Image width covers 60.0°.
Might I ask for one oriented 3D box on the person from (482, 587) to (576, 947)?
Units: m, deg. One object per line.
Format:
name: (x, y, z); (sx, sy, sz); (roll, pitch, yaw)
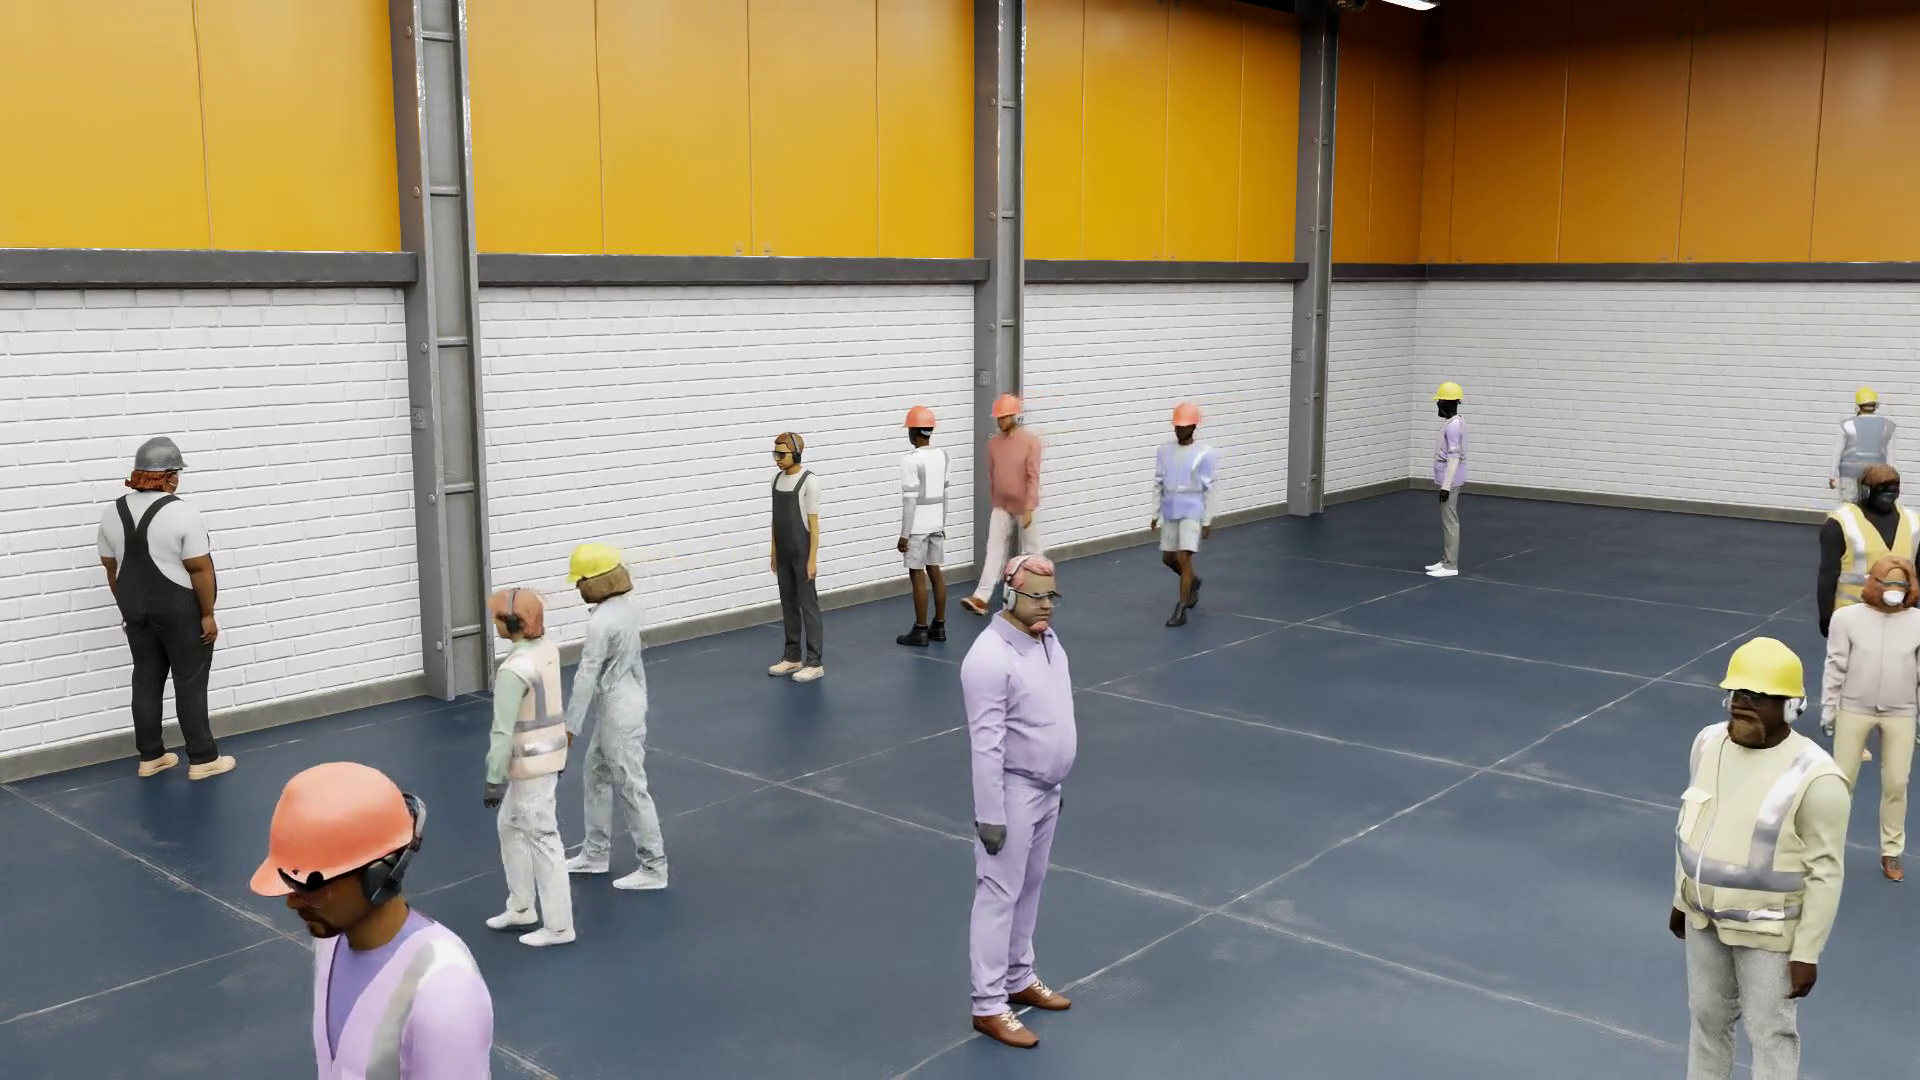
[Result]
person: (-1.975, 1.006, 7.331); (0.589, 1.615, 0.546); (1, 9, 4)

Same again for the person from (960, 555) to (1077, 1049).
person: (0.259, 0.997, 6.533); (0.400, 1.903, 0.644); (4, 10, 26)

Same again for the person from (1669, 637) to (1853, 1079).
person: (2.528, 1.213, 5.381); (0.404, 1.836, 0.600); (-3, 10, -21)

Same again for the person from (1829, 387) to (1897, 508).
person: (9.552, -0.722, 17.625); (0.608, 1.816, 0.719); (2, 9, 12)

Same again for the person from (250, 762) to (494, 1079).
person: (-1.179, 1.432, 3.420); (0.445, 2.024, 0.625); (-8, 12, -41)

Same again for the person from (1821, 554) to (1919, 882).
person: (4.530, 0.870, 8.206); (0.507, 1.628, 0.279); (4, 10, 24)

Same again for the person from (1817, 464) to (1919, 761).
person: (5.614, 0.433, 10.301); (0.638, 1.833, 0.524); (0, 9, -1)

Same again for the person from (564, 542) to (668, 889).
person: (-1.746, 0.856, 8.032); (0.708, 1.703, 0.491); (0, 9, 1)

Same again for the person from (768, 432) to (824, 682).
person: (-1.220, 0.116, 12.271); (0.505, 1.841, 0.332); (8, 12, 42)

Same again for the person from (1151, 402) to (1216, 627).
person: (1.951, -0.241, 14.306); (0.553, 1.916, 0.745); (6, 11, 34)

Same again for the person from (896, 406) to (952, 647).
person: (-0.317, -0.112, 13.385); (0.361, 1.935, 0.553); (7, 11, 37)

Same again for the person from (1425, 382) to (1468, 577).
person: (4.823, -0.597, 16.459); (0.364, 1.927, 0.587); (3, 9, 15)

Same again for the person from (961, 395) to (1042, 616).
person: (0.427, -0.296, 14.546); (0.624, 1.927, 1.049); (6, 11, 34)

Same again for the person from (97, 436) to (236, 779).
person: (-4.673, 0.396, 9.870); (0.686, 2.000, 0.538); (2, 9, 13)
